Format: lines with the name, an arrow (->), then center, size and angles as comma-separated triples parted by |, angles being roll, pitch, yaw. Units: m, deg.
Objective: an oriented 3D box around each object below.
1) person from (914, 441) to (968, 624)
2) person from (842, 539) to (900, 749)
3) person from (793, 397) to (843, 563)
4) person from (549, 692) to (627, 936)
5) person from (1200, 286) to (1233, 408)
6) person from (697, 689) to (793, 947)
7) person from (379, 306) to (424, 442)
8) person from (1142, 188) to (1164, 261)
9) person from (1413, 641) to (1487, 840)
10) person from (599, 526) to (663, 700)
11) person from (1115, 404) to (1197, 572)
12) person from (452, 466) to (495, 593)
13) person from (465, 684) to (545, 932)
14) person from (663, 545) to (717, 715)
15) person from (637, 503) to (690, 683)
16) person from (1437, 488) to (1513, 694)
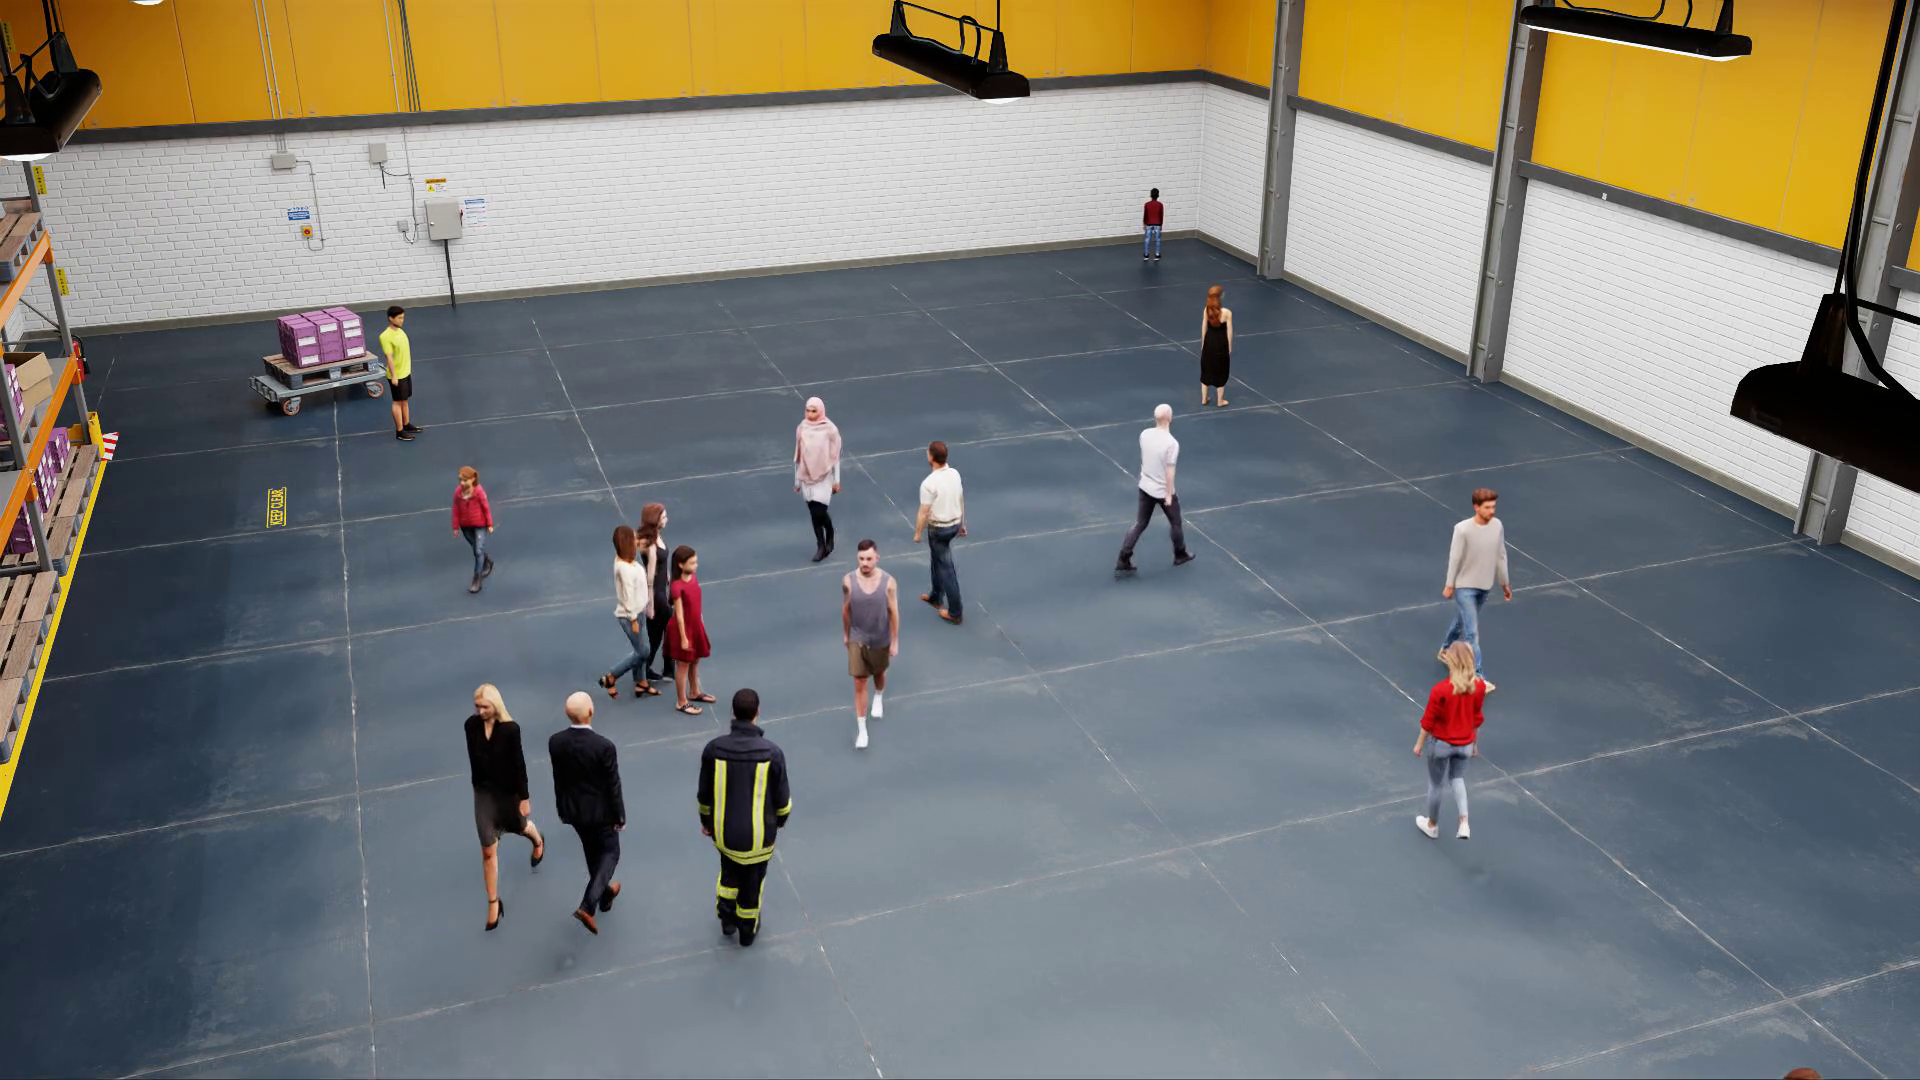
person -> -0.087, -0.045, 16.049 | 1.021, 1.832, 0.917 | 19, 30, 37
person -> -0.752, 0.804, 14.257 | 0.942, 1.796, 1.254 | 1, 24, 2
person -> -1.468, -0.657, 17.497 | 0.782, 1.793, 0.838 | 8, 25, 17
person -> -2.613, 1.927, 11.603 | 0.993, 1.780, 1.124 | 6, 24, 13
person -> 3.397, -2.581, 22.107 | 0.664, 1.626, 0.732 | 13, 27, 27
person -> -1.480, 1.966, 11.362 | 0.906, 1.901, 0.904 | 3, 24, 7
person -> -7.087, -2.125, 20.966 | 0.756, 1.705, 0.613 | 1, 24, 3
person -> 3.435, -5.610, 29.506 | 0.586, 1.250, 0.613 | 3, 24, 8
person -> 3.720, 1.574, 12.516 | 0.667, 1.695, 0.804 | -6, 24, -14
person -> -2.947, 0.662, 14.631 | 0.777, 1.673, 0.766 | -3, 24, -8
person -> 1.941, -0.473, 17.085 | 1.018, 1.785, 1.249 | -18, 29, -35
person -> -4.942, -0.166, 17.000 | 0.793, 1.292, 0.975 | 3, 24, 7
person -> -3.219, 1.802, 11.868 | 1.018, 1.796, 1.267 | 4, 24, 9
person -> -2.406, 0.767, 14.537 | 0.747, 1.554, 0.686 | 8, 25, 18
person -> -2.845, 0.497, 14.952 | 0.761, 1.717, 0.744 | -1, 24, -2
person -> 4.581, 0.387, 15.033 | 0.690, 1.854, 1.139 | -9, 25, -20
